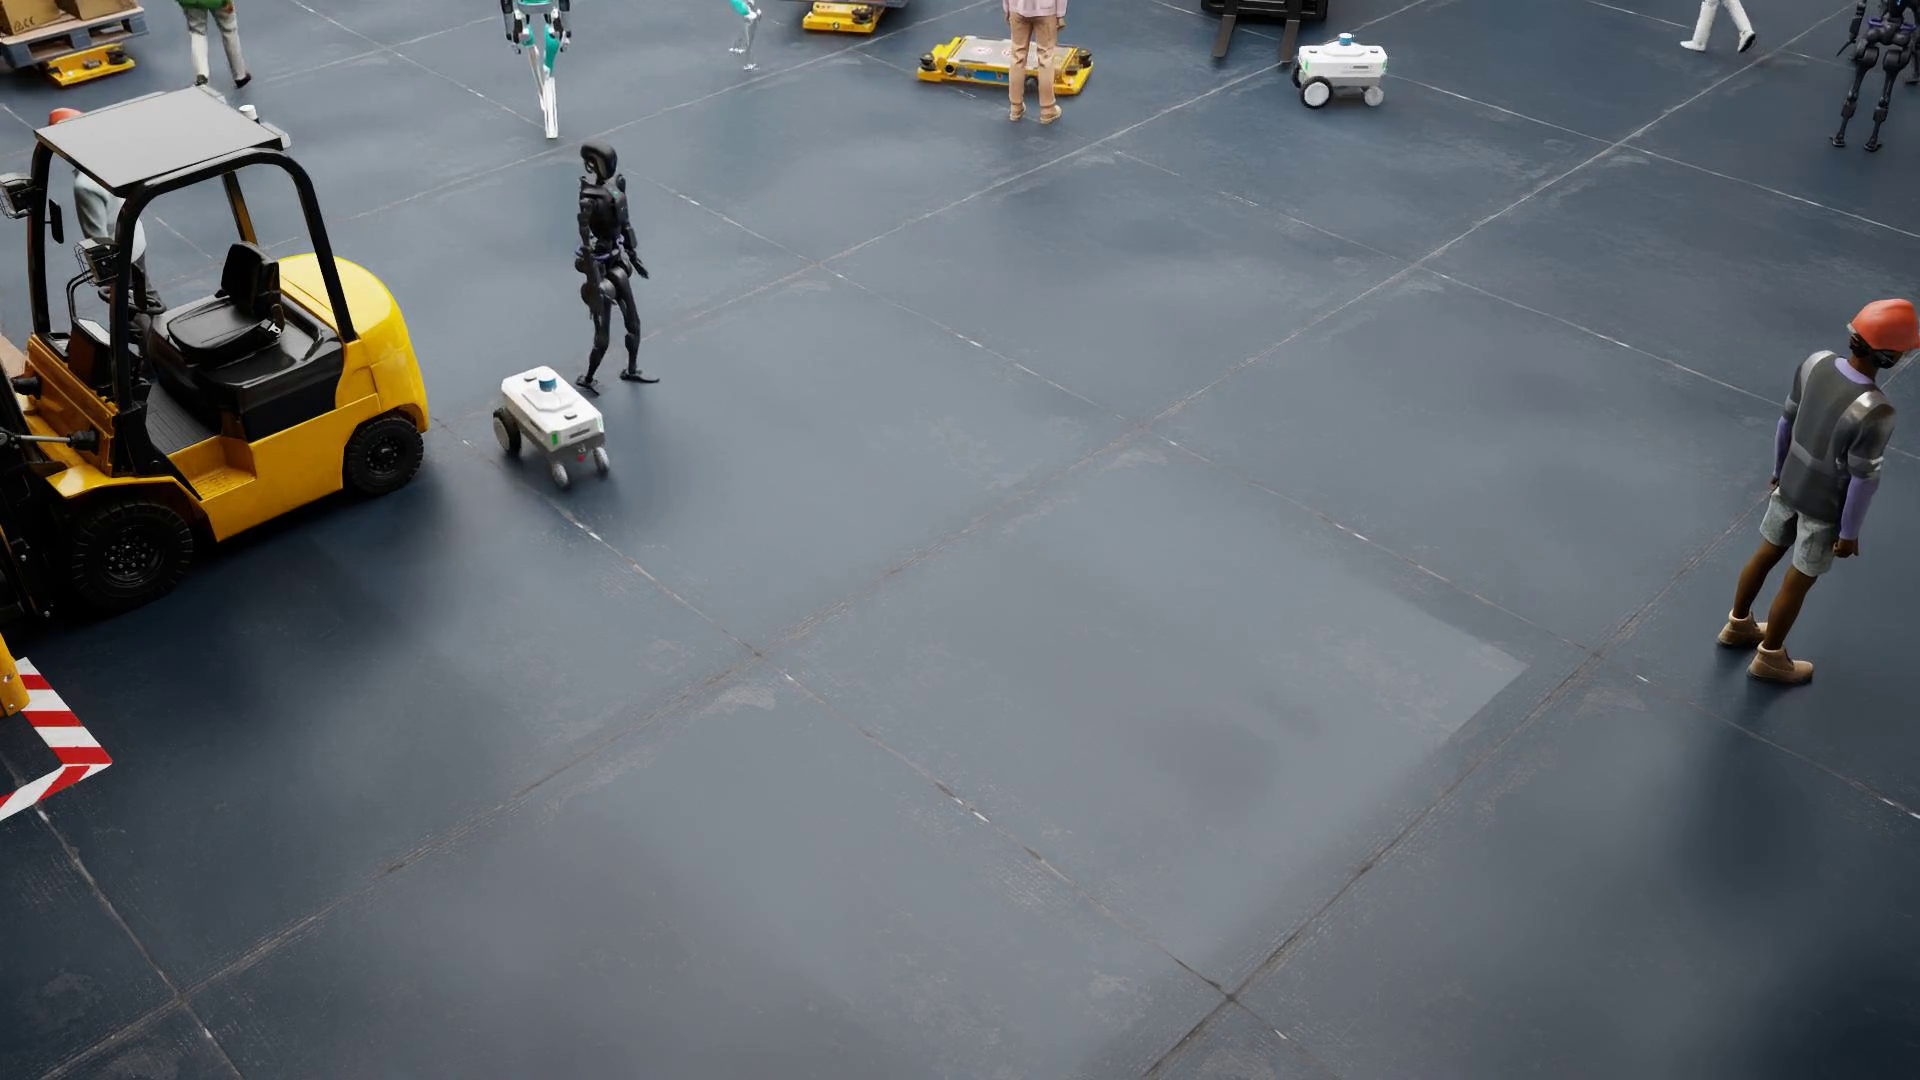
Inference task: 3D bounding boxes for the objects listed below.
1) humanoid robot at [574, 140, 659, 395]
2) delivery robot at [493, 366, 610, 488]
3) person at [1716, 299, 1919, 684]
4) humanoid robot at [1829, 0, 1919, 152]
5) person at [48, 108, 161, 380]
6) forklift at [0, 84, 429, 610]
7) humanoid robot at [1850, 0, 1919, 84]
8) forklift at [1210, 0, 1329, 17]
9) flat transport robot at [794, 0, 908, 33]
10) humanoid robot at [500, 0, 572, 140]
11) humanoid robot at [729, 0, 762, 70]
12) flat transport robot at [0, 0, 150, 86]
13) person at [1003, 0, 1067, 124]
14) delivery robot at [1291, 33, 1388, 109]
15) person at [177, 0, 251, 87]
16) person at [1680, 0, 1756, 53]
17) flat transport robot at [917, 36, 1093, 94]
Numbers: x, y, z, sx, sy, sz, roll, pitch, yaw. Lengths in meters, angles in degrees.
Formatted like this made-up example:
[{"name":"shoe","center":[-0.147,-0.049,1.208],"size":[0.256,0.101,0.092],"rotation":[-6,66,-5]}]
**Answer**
[{"name":"humanoid robot","center":[-2.165,-1.638,10.031],"size":[0.453,1.650,0.584],"rotation":[10,38,13]},{"name":"delivery robot","center":[-2.374,-0.711,9.699],"size":[0.499,0.582,0.773],"rotation":[-25,43,-29]},{"name":"person","center":[4.048,-0.222,7.814],"size":[0.373,2.041,0.613],"rotation":[-7,37,-9]},{"name":"humanoid robot","center":[7.237,-3.896,13.023],"size":[0.599,1.657,0.315],"rotation":[17,40,22]},{"name":"person","center":[-5.186,-1.802,10.178],"size":[0.352,1.742,0.572],"rotation":[-4,37,-5]},{"name":"forklift","center":[-4.145,-1.093,8.856],"size":[2.313,2.155,1.214],"rotation":[-31,47,-34]},{"name":"humanoid robot","center":[8.177,-4.738,14.204],"size":[0.593,1.620,0.806],"rotation":[-8,37,-10]},{"name":"forklift","center":[3.106,-6.400,15.960],"size":[1.214,2.155,2.313],"rotation":[8,37,10]},{"name":"flat transport robot","center":[-1.018,-5.215,15.977],"size":[0.659,0.231,1.431],"rotation":[7,37,9]},{"name":"humanoid robot","center":[-3.396,-4.170,13.405],"size":[0.547,1.771,1.034],"rotation":[-9,38,-11]},{"name":"humanoid robot","center":[-1.908,-5.002,14.495],"size":[0.817,1.793,0.539],"rotation":[12,39,16]},{"name":"flat transport robot","center":[-8.034,-4.406,14.895],"size":[1.431,0.231,0.659],"rotation":[30,46,34]},{"name":"person","center":[0.594,-4.248,13.419],"size":[0.535,1.779,0.401],"rotation":[11,38,15]},{"name":"delivery robot","center":[3.202,-3.979,14.093],"size":[0.790,0.606,0.499],"rotation":[0,37,0]},{"name":"person","center":[-6.319,-4.557,13.851],"size":[0.548,1.759,0.727],"rotation":[-3,37,-3]},{"name":"person","center":[6.831,-5.061,14.631],"size":[0.515,1.620,0.536],"rotation":[-20,41,-24]},{"name":"flat transport robot","center":[0.402,-4.162,14.568],"size":[1.431,0.231,0.659],"rotation":[9,38,12]}]
